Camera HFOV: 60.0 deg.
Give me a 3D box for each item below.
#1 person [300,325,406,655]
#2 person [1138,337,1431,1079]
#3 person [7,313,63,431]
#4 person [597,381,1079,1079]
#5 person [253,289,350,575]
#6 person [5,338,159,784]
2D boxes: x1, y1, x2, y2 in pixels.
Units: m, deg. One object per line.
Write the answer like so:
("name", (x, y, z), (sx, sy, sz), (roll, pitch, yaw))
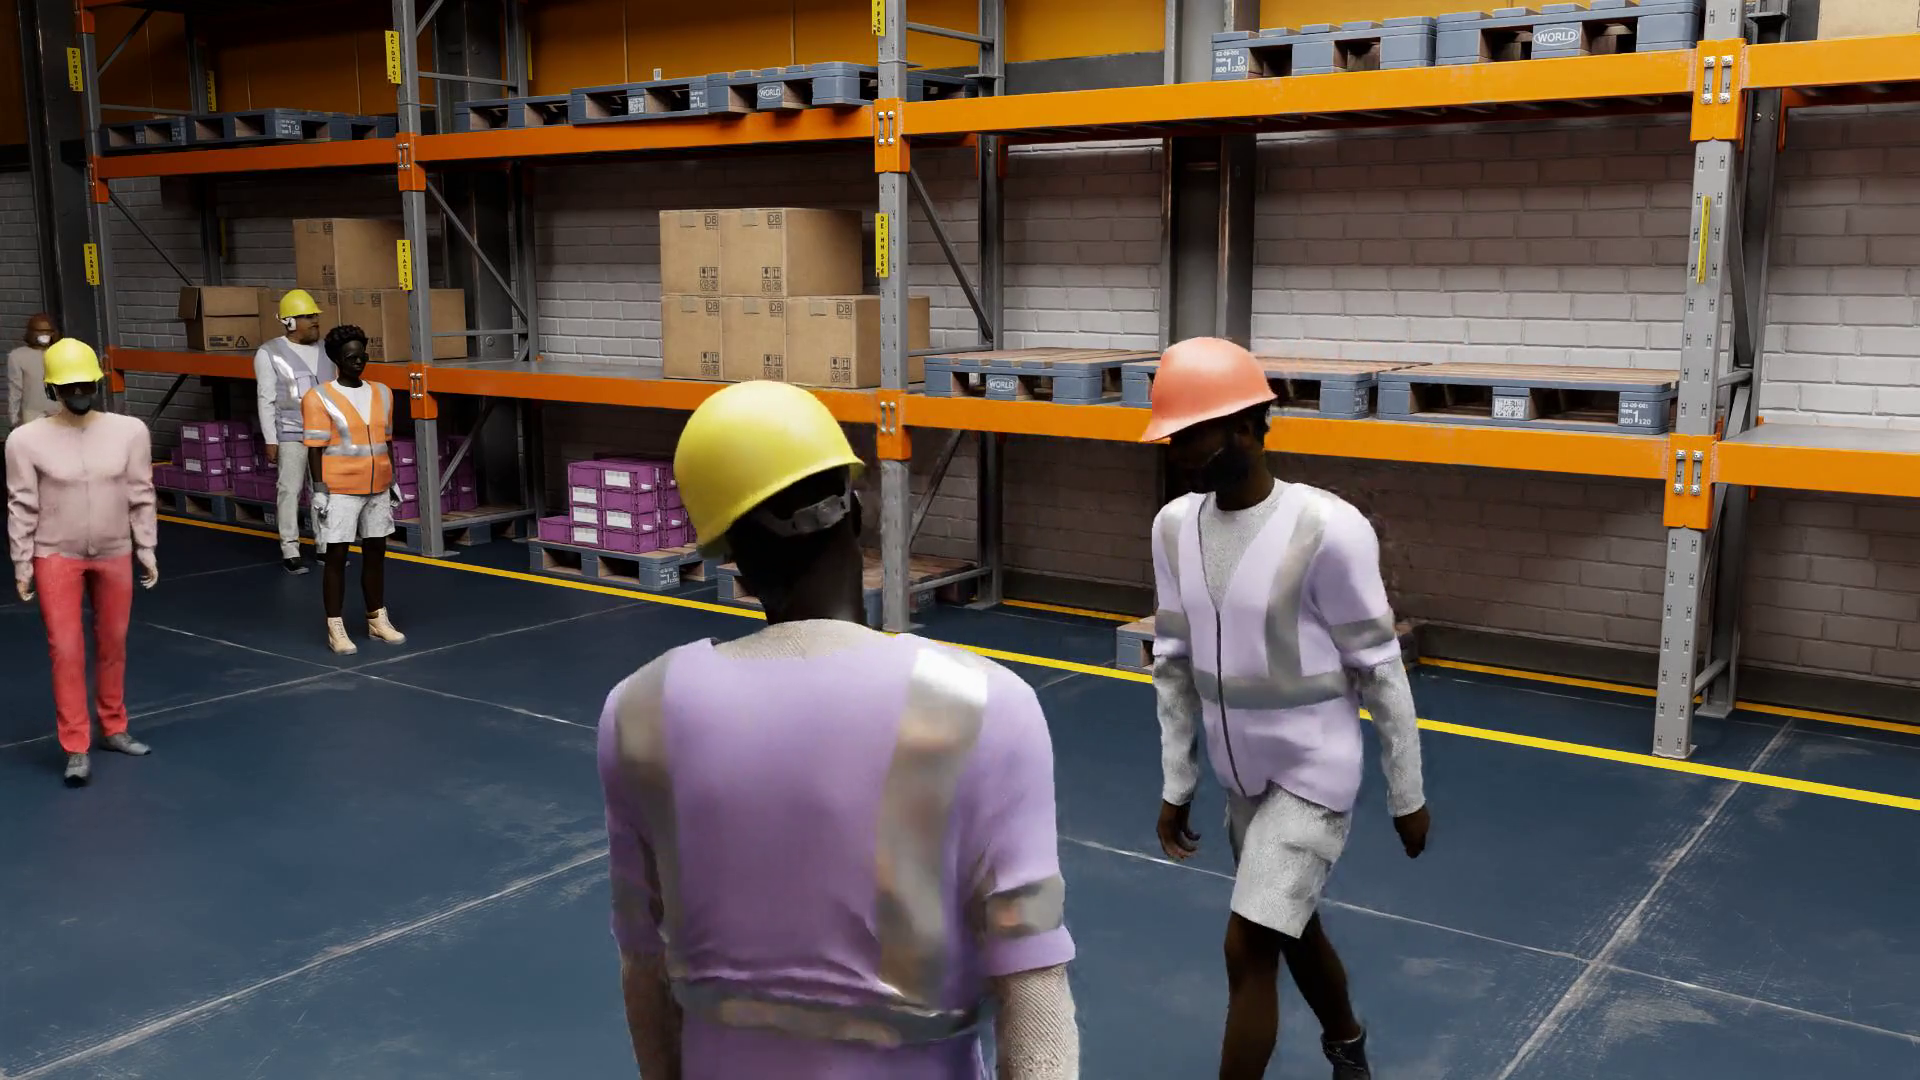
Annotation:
("person", (-3.136, -0.264, 8.634), (0.315, 1.696, 0.540), (7, 12, 34))
("person", (0.699, 0.497, 3.630), (0.837, 1.877, 0.563), (-6, 11, -32))
("person", (-7.093, -0.949, 12.948), (0.514, 1.609, 0.606), (-7, 12, -36))
("person", (-0.101, 0.755, 2.038), (0.745, 1.876, 0.465), (4, 10, 22))
("person", (-4.258, -0.703, 10.829), (0.404, 1.836, 0.600), (7, 12, 34))
("person", (-3.434, 0.074, 6.547), (0.526, 1.726, 0.603), (-9, 13, -42))
